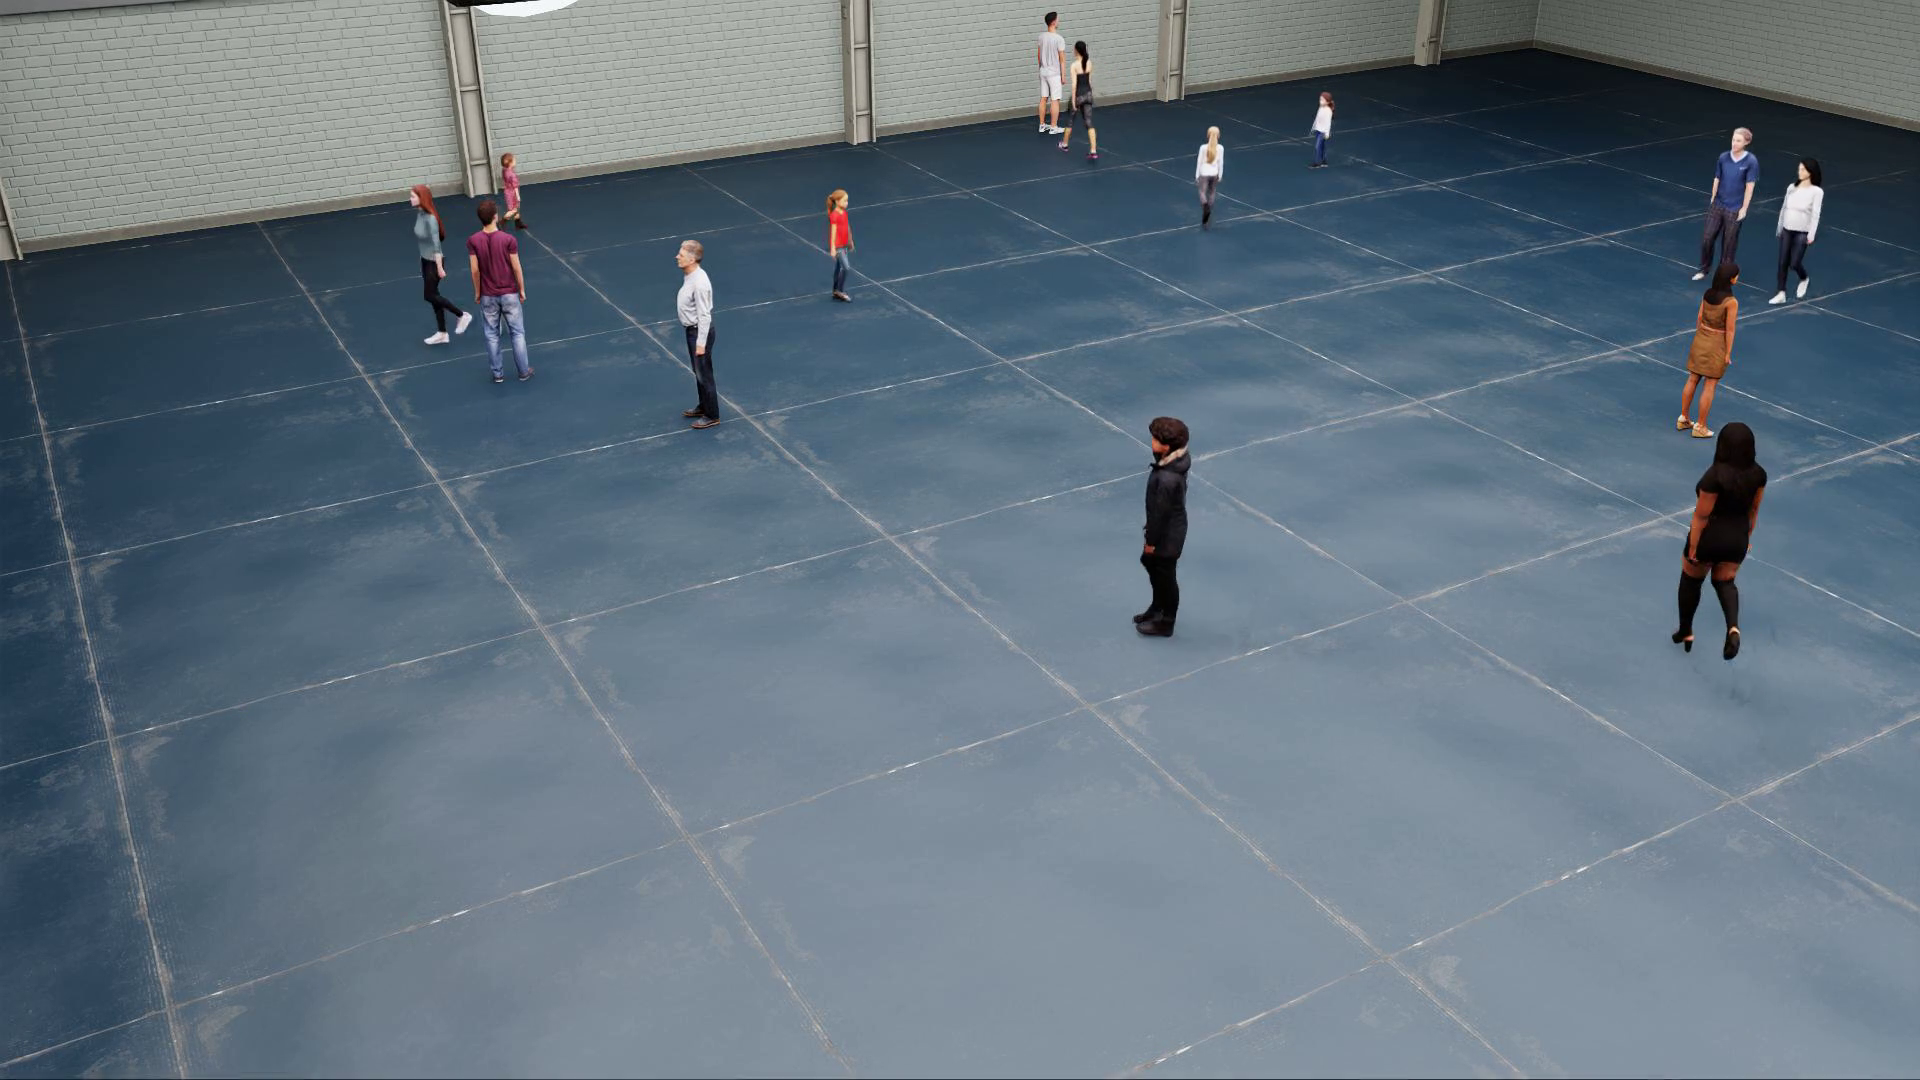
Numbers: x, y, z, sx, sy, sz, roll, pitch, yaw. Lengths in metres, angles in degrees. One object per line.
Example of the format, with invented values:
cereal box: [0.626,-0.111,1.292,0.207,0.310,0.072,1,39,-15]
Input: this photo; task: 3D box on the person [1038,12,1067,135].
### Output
person: [1.432,-7.374,26.256,0.739,1.853,0.655,24,36,39]

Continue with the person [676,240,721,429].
person: [-2.482,-1.970,15.797,0.621,1.820,0.686,-9,29,-17]

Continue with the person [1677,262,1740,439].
person: [7.037,-1.791,15.592,0.549,1.689,0.596,-10,29,-19]

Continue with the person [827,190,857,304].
person: [-1.442,-3.384,19.110,0.659,1.301,0.592,11,29,20]

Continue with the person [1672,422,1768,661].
person: [5.434,0.066,11.823,0.972,1.839,0.946,-2,27,-3]

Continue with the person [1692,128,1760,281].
person: [9.106,-3.930,19.569,0.765,1.852,0.775,24,36,38]

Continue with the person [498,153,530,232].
person: [-5.849,-4.499,21.585,0.641,1.016,0.466,-19,33,-32]

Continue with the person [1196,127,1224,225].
person: [3.275,-4.775,21.852,0.780,1.265,0.756,-1,27,-2]

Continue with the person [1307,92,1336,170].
person: [5.382,-6.037,24.482,0.639,1.100,0.524,-7,28,-14]

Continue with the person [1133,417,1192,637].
person: [1.586,-0.073,12.169,0.798,1.768,0.750,5,28,10]

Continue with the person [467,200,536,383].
person: [-4.660,-2.511,16.815,0.632,1.850,0.786,-3,27,-6]

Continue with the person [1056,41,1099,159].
person: [1.868,-6.510,24.771,1.083,1.675,0.641,-15,31,-26]

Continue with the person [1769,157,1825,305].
person: [9.585,-3.514,18.943,0.702,1.685,0.618,-16,31,-28]

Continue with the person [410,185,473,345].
person: [-5.564,-2.942,17.781,0.756,1.732,0.594,-14,30,-25]
